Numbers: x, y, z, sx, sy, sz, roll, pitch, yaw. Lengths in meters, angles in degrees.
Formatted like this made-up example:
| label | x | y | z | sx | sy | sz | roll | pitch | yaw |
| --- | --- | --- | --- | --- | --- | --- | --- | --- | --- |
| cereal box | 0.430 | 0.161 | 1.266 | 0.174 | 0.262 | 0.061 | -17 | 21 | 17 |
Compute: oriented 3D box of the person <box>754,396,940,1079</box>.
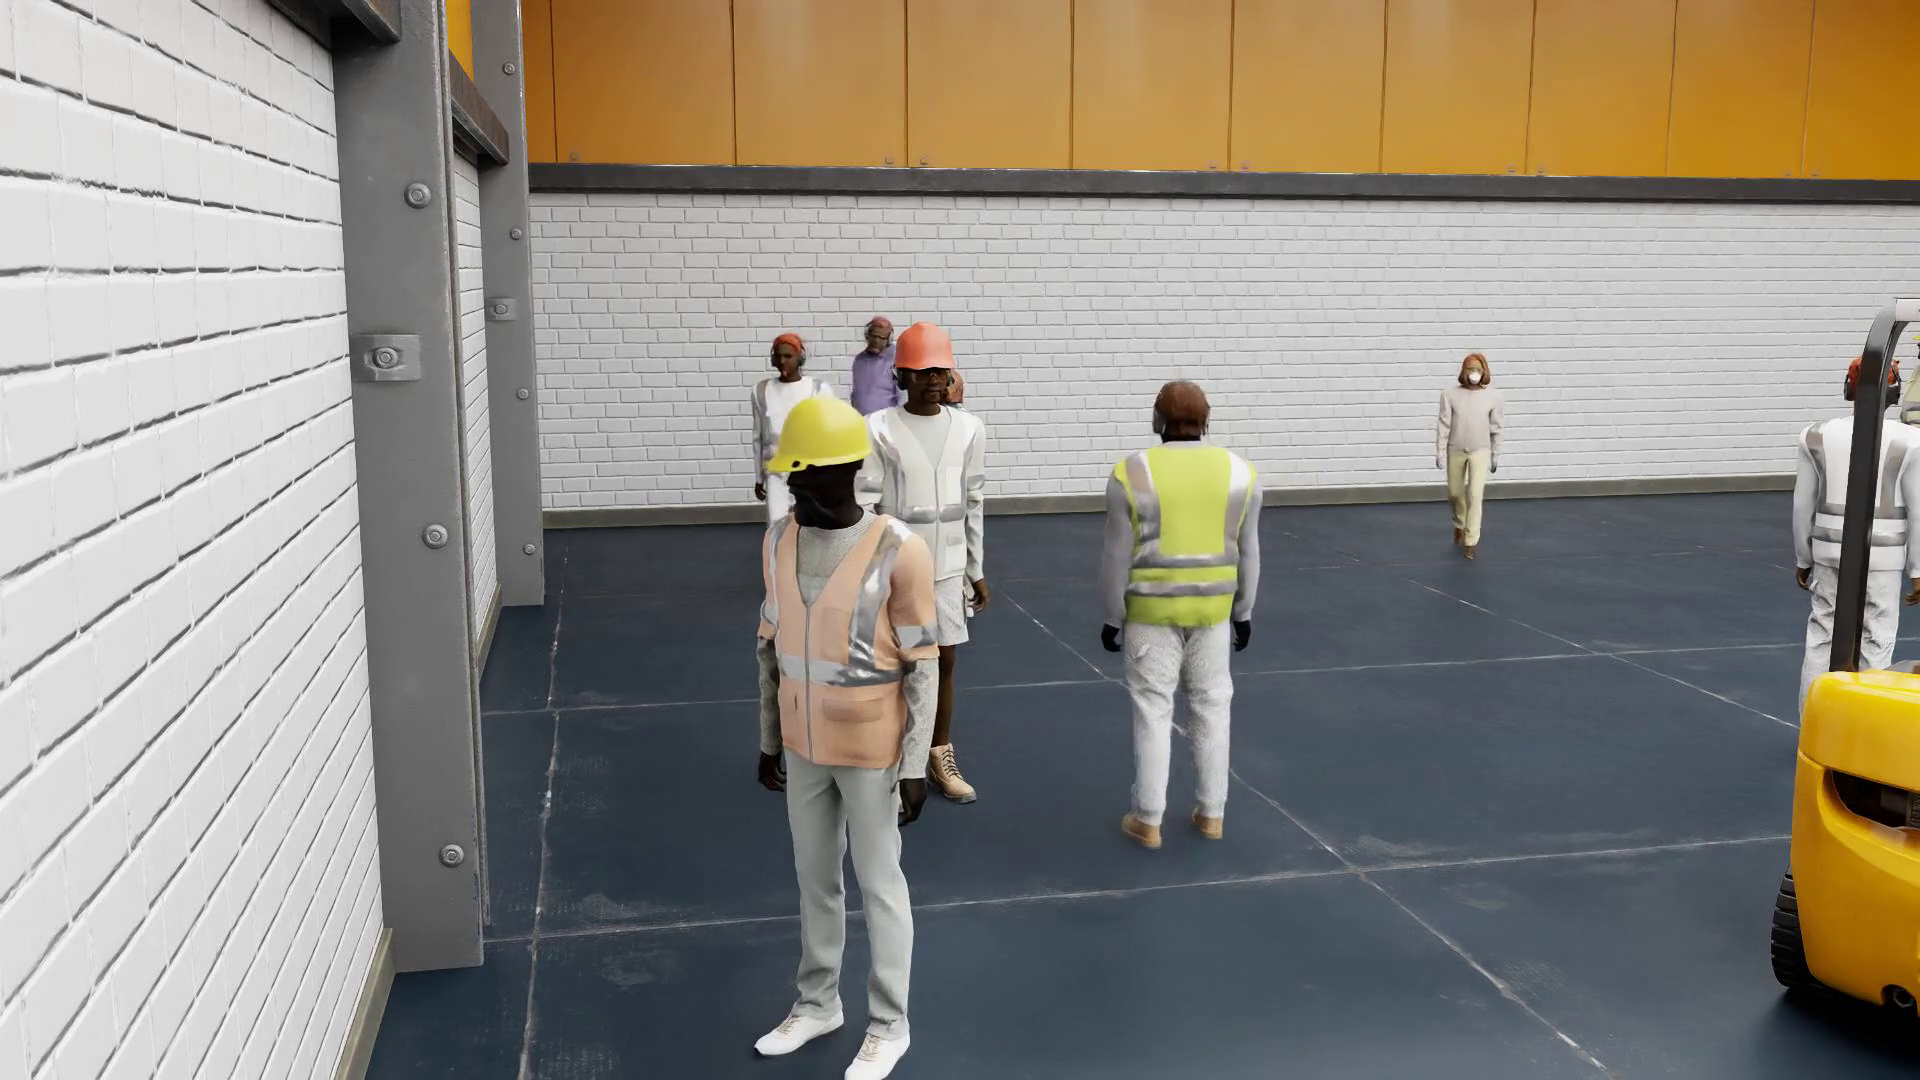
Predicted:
| label | x | y | z | sx | sy | sz | roll | pitch | yaw |
| --- | --- | --- | --- | --- | --- | --- | --- | --- | --- |
| person | -0.342 | 0.558 | 4.629 | 0.593 | 1.922 | 0.384 | 7 | 11 | 35 |

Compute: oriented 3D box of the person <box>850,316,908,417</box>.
| label | x | y | z | sx | sy | sz | roll | pitch | yaw |
| --- | --- | --- | --- | --- | --- | --- | --- | --- | --- |
| person | -0.660 | -0.892 | 13.616 | 0.707 | 1.879 | 0.431 | 8 | 12 | 41 |

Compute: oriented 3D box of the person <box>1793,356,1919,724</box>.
| label | x | y | z | sx | sy | sz | roll | pitch | yaw |
| --- | --- | --- | --- | --- | --- | --- | --- | --- | --- |
| person | 4.081 | 0.100 | 7.551 | 0.355 | 1.882 | 0.576 | -9 | 13 | -43 |

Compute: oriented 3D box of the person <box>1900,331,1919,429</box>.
| label | x | y | z | sx | sy | sz | roll | pitch | yaw |
| --- | --- | --- | --- | --- | --- | --- | --- | --- | --- |
| person | 8.180 | -0.946 | 14.075 | 0.404 | 1.831 | 0.600 | 1 | 9 | 5 |

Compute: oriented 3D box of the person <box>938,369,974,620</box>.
| label | x | y | z | sx | sy | sz | roll | pitch | yaw |
| --- | --- | --- | --- | --- | --- | --- | --- | --- | --- |
| person | -0.068 | -0.268 | 10.524 | 0.315 | 1.641 | 0.515 | 4 | 10 | 25 |

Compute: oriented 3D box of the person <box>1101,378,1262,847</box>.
| label | x | y | z | sx | sy | sz | roll | pitch | yaw |
| --- | --- | --- | --- | --- | --- | --- | --- | --- | --- |
| person | 0.856 | 0.286 | 6.550 | 0.633 | 1.840 | 0.429 | -2 | 9 | -10 |

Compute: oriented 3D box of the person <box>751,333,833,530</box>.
| label | x | y | z | sx | sy | sz | roll | pitch | yaw |
| --- | --- | --- | --- | --- | --- | --- | --- | --- | --- |
| person | -1.097 | -0.463 | 11.105 | 0.584 | 1.849 | 0.935 | 1 | 9 | 8 |

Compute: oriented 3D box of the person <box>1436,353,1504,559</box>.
| label | x | y | z | sx | sy | sz | roll | pitch | yaw |
| --- | --- | --- | --- | --- | --- | --- | --- | --- | --- |
| person | 4.062 | -0.698 | 13.250 | 0.491 | 1.606 | 0.783 | 4 | 10 | 23 |

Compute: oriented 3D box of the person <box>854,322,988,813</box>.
| label | x | y | z | sx | sy | sz | roll | pitch | yaw |
| --- | --- | --- | --- | --- | --- | --- | --- | --- | --- |
| person | -0.150 | 0.115 | 6.968 | 0.606 | 2.044 | 0.373 | -5 | 10 | -26 |

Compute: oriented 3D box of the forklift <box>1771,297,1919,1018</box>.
| label | x | y | z | sx | sy | sz | roll | pitch | yaw |
| --- | --- | --- | --- | --- | --- | --- | --- | --- | --- |
| forklift | 3.542 | 0.334 | 5.177 | 2.313 | 2.155 | 1.214 | -9 | 13 | -43 |
